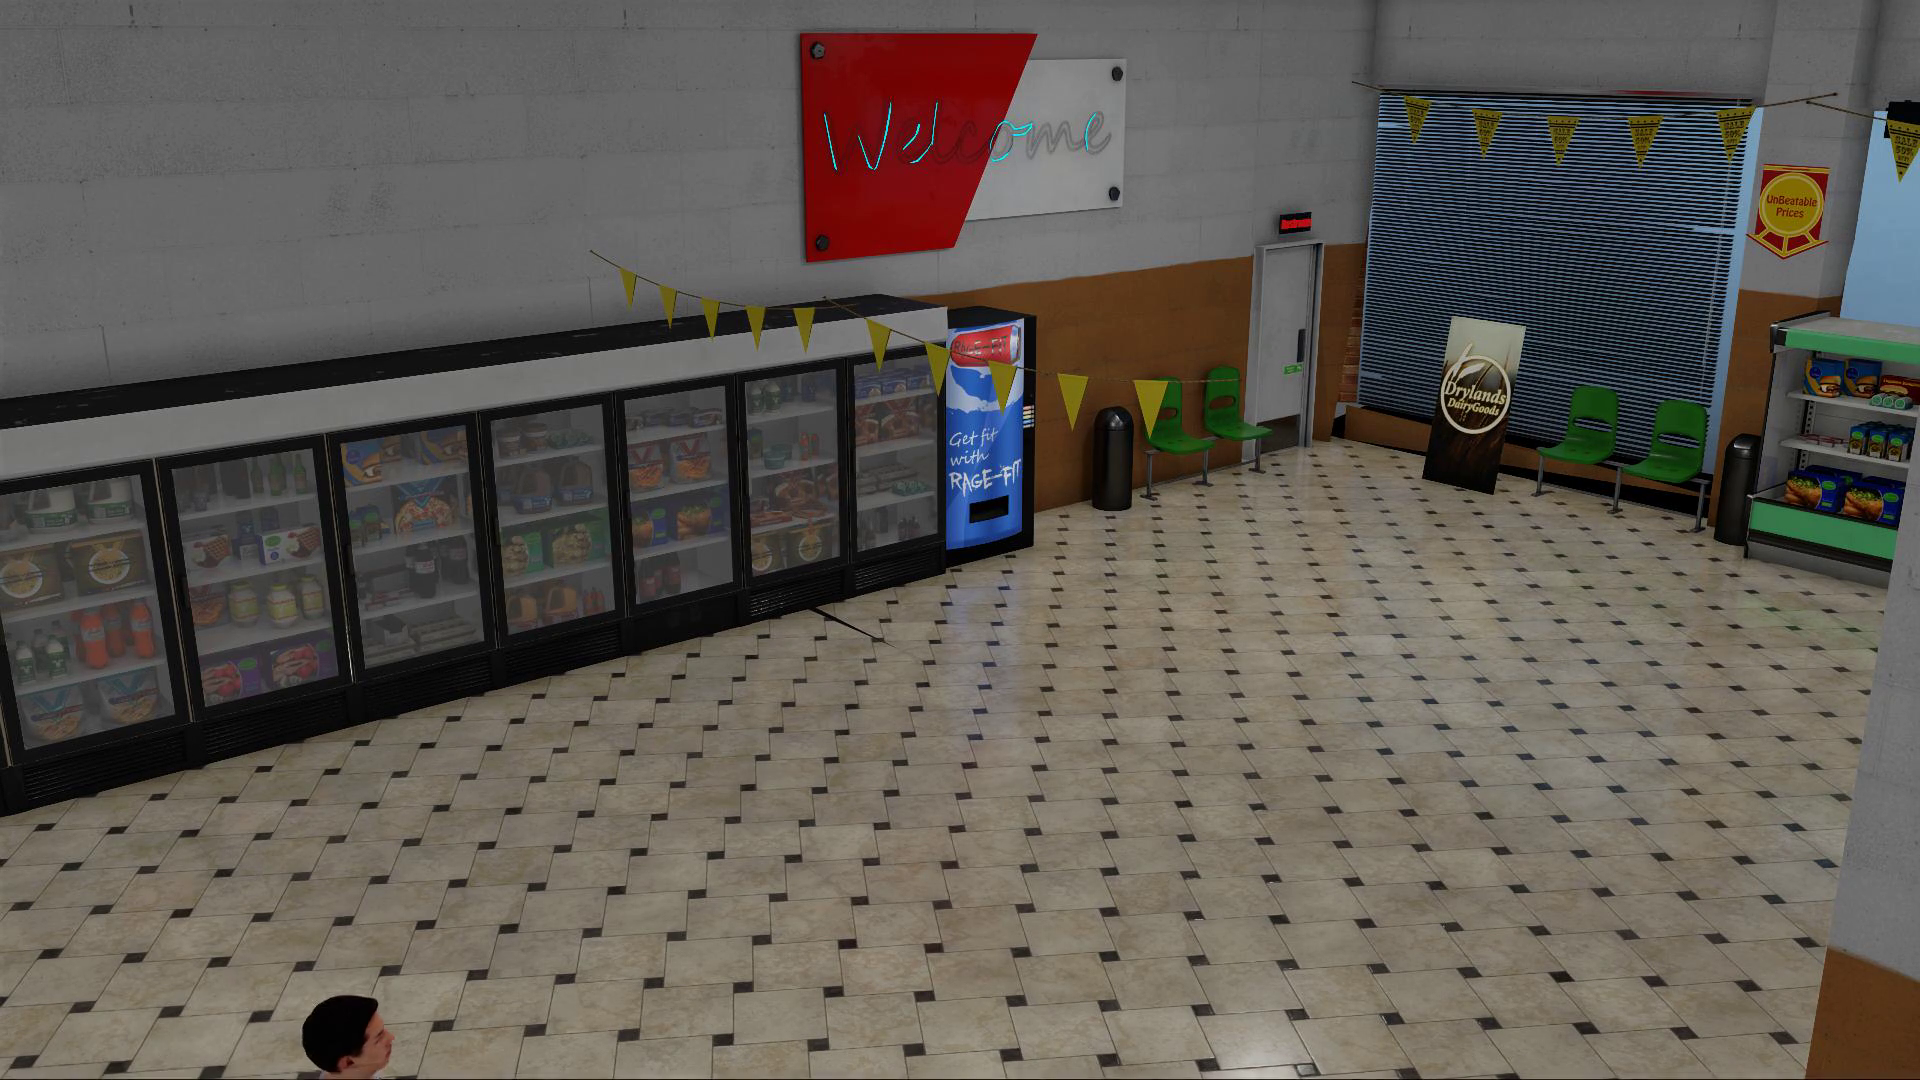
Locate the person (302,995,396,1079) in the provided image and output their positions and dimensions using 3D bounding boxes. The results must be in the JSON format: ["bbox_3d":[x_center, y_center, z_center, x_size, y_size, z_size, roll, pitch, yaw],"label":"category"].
[{"bbox_3d":[-1.803,2.172,4.877,0.955,1.849,0.968,-4,17,-13],"label":"person"}]
